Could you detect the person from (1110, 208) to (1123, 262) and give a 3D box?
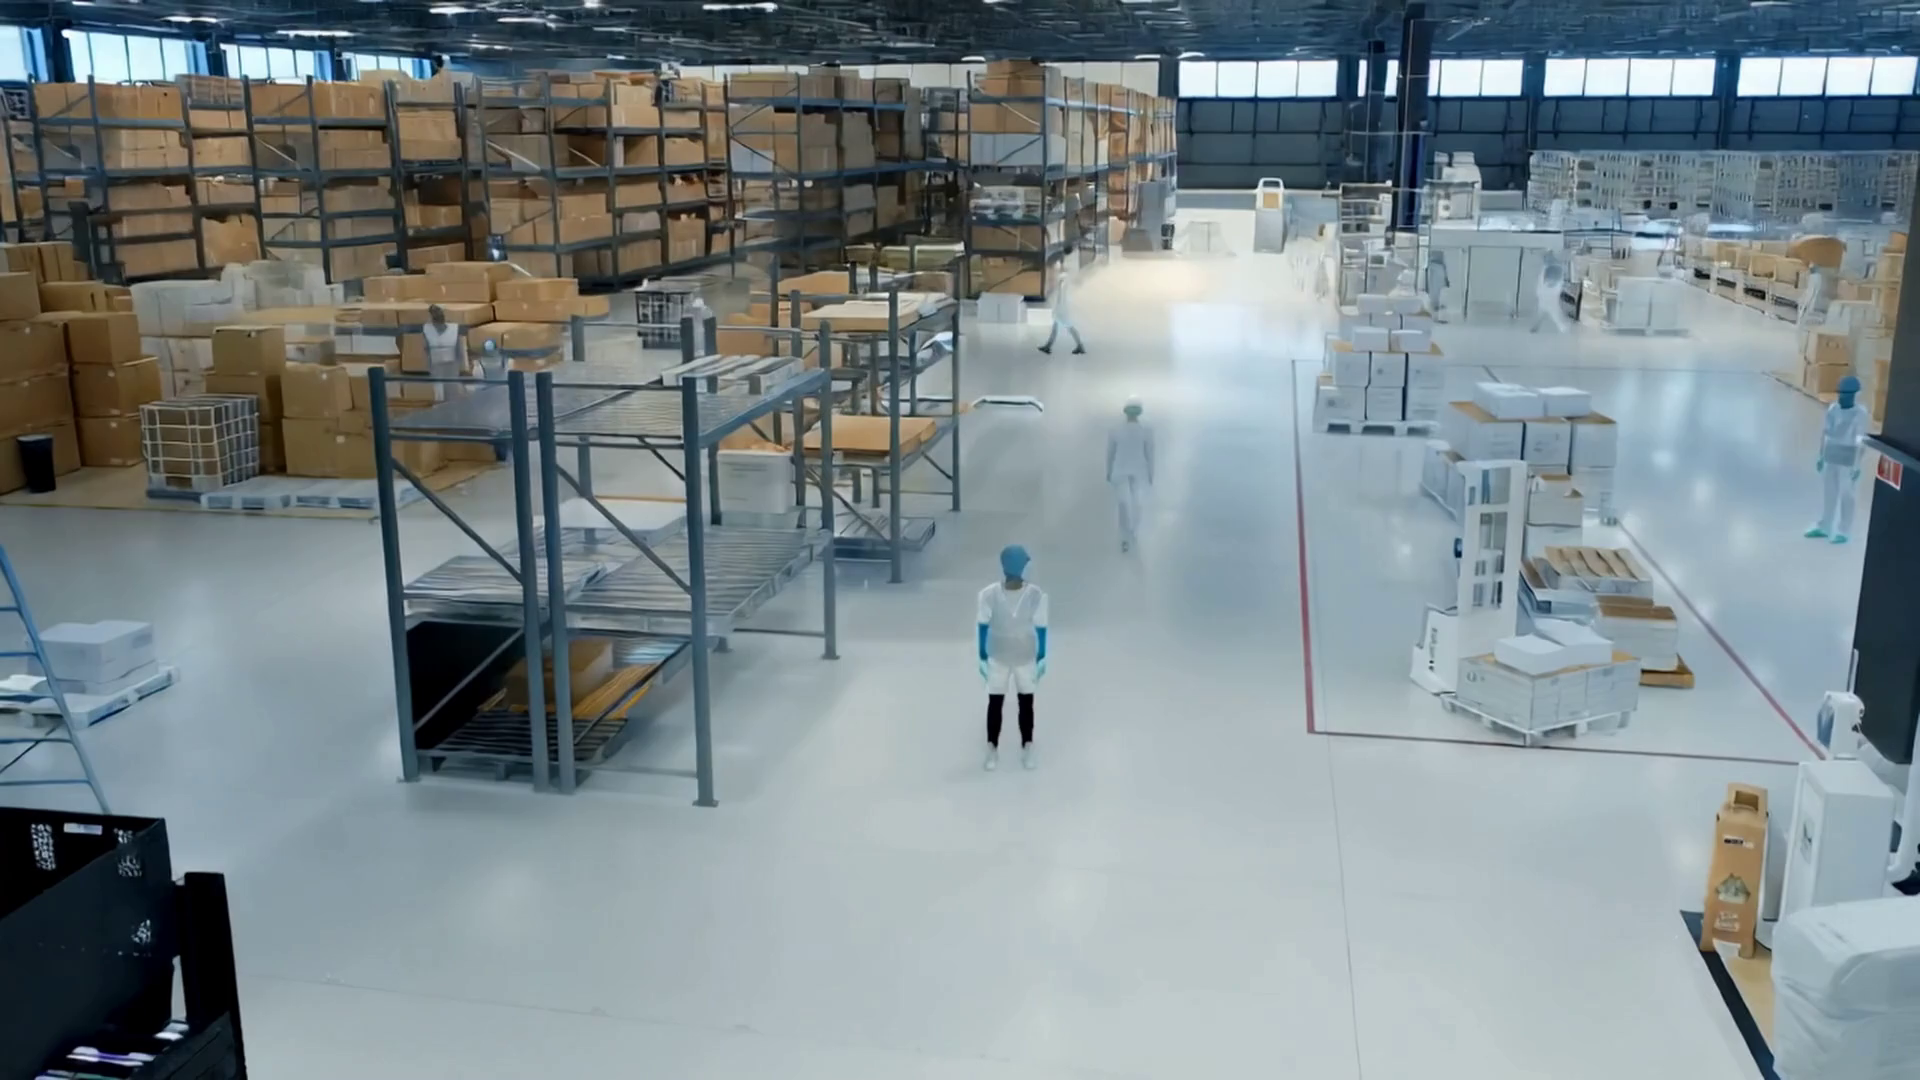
[{"bbox_3d":[5.577,-10.830,59.132,0.515,1.925,0.654,-5,15,-19],"label":"person"}]

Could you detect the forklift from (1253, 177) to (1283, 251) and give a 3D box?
[{"bbox_3d":[12.083,-12.747,64.956,1.129,2.768,1.873,3,14,10],"label":"forklift"}]

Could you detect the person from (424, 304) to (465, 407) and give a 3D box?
[{"bbox_3d":[-8.329,-2.877,26.911,0.612,1.905,0.412,-2,14,-8],"label":"person"}]

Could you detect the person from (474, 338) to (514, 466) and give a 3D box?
[{"bbox_3d":[-6.427,-1.901,23.099,0.545,1.818,0.536,-9,16,-32],"label":"person"}]

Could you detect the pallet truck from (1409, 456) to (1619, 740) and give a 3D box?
[{"bbox_3d":[4.504,0.400,13.395,0.823,1.965,1.885,-6,15,-23],"label":"pallet truck"}]

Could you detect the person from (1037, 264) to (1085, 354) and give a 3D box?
[{"bbox_3d":[2.170,-4.825,34.865,1.011,1.888,0.562,-1,14,-6],"label":"person"}]

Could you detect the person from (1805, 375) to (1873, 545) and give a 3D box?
[{"bbox_3d":[9.991,-0.910,18.859,0.371,1.929,0.584,-5,15,-19],"label":"person"}]

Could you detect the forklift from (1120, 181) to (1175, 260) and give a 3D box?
[{"bbox_3d":[6.804,-11.585,60.240,1.873,2.768,1.129,-1,14,-3],"label":"forklift"}]

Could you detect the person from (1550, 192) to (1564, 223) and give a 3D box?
[{"bbox_3d":[26.888,-14.702,74.923,0.667,1.890,0.564,-3,14,-11],"label":"person"}]

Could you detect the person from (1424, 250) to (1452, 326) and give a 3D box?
[{"bbox_3d":[11.562,-6.081,40.131,0.610,1.787,0.919,-9,16,-33],"label":"person"}]

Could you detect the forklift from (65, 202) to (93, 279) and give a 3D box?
[{"bbox_3d":[-22.360,-7.193,42.406,1.873,2.768,1.129,-7,15,-26],"label":"forklift"}]

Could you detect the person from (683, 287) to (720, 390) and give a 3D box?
[{"bbox_3d":[-4.573,-3.546,29.639,0.584,1.881,0.965,-12,18,-41],"label":"person"}]

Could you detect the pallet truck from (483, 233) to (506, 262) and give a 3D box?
[{"bbox_3d":[-11.832,-7.026,43.548,1.885,1.965,0.823,8,16,28],"label":"pallet truck"}]

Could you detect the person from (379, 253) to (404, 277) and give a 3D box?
[{"bbox_3d":[-12.690,-5.449,37.233,0.654,1.951,0.616,-13,19,-43],"label":"person"}]

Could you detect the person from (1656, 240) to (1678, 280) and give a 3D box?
[{"bbox_3d":[19.422,-7.402,45.715,0.540,1.686,0.416,3,14,11],"label":"person"}]

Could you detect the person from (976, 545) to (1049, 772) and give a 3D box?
[{"bbox_3d":[0.381,0.861,12.138,0.535,1.700,0.318,-1,14,-2],"label":"person"}]

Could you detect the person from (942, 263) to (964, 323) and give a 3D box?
[{"bbox_3d":[-0.171,-5.979,39.937,0.541,1.680,0.552,-5,15,-19],"label":"person"}]

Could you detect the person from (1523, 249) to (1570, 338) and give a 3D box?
[{"bbox_3d":[13.422,-5.614,37.727,0.982,2.000,0.683,5,15,20],"label":"person"}]

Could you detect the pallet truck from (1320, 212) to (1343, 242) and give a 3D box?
[{"bbox_3d":[15.874,-13.227,70.310,0.680,1.201,1.601,10,17,35],"label":"pallet truck"}]

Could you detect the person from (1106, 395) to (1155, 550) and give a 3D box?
[{"bbox_3d":[1.909,-0.765,18.682,0.532,1.728,0.883,1,14,4],"label":"person"}]

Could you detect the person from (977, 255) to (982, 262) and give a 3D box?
[{"bbox_3d":[0.784,-9.392,53.802,0.545,1.676,0.502,2,14,7],"label":"person"}]

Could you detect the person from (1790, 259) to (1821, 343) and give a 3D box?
[{"bbox_3d":[18.654,-5.258,36.671,0.676,1.844,0.566,4,14,16],"label":"person"}]

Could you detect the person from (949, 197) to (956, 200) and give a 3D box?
[{"bbox_3d":[-0.279,-18.117,88.727,0.580,1.922,0.450,-1,14,-2],"label":"person"}]

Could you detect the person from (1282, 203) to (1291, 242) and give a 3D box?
[{"bbox_3d":[13.770,-13.446,70.364,0.500,1.633,0.282,-3,14,-13],"label":"person"}]

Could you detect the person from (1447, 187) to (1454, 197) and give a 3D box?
[{"bbox_3d":[23.573,-16.118,80.509,0.650,1.969,0.508,10,17,35],"label":"person"}]
